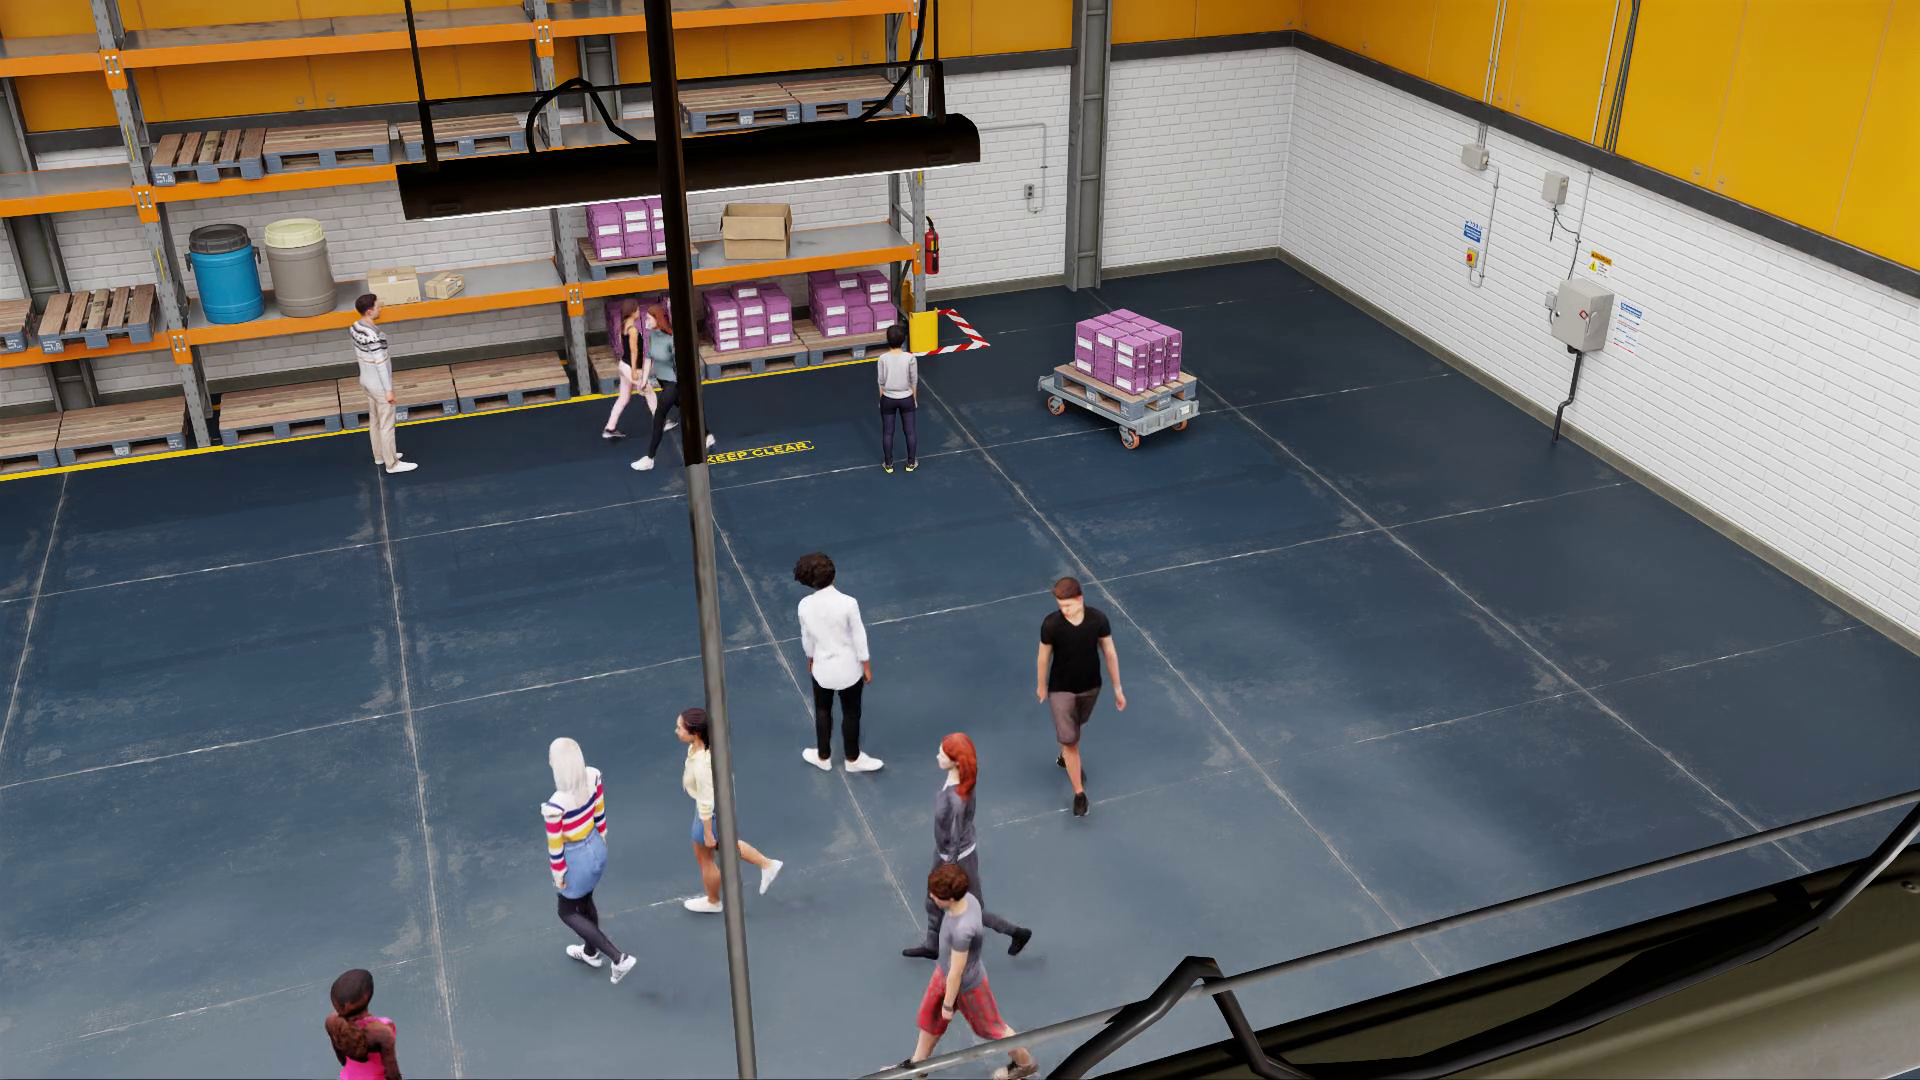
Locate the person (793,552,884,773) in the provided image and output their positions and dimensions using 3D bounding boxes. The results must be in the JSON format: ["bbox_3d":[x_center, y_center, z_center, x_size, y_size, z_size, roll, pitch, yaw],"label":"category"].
[{"bbox_3d":[-0.861,0.931,12.180,0.772,1.792,0.904,15,32,26],"label":"person"}]

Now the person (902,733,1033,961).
[{"bbox_3d":[0.059,1.963,10.330,1.121,1.752,0.805,-1,29,-2],"label":"person"}]

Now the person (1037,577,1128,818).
[{"bbox_3d":[0.804,0.998,12.034,1.008,1.815,0.772,-10,30,-18],"label":"person"}]

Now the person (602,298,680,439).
[{"bbox_3d":[-3.488,-1.740,17.361,1.111,1.519,0.728,-20,34,-32],"label":"person"}]

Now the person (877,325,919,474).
[{"bbox_3d":[-0.633,-1.424,16.747,0.508,1.552,0.663,-1,29,-2],"label":"person"}]

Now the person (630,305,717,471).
[{"bbox_3d":[-2.876,-1.567,16.870,1.284,1.686,0.867,-23,36,-35],"label":"person"}]

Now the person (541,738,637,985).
[{"bbox_3d":[-2.279,1.991,10.234,1.008,1.793,0.968,15,32,26],"label":"person"}]

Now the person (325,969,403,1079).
[{"bbox_3d":[-3.076,2.963,8.568,1.114,1.683,0.978,4,29,7],"label":"person"}]

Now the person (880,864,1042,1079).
[{"bbox_3d":[0.115,2.524,9.452,1.226,1.608,0.805,-2,29,-3],"label":"person"}]

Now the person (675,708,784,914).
[{"bbox_3d":[-1.549,1.760,10.840,0.993,1.619,0.832,1,29,2],"label":"person"}]

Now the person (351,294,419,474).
[{"bbox_3d":[-5.863,-1.587,16.725,0.688,1.860,0.753,-22,36,-35],"label":"person"}]
